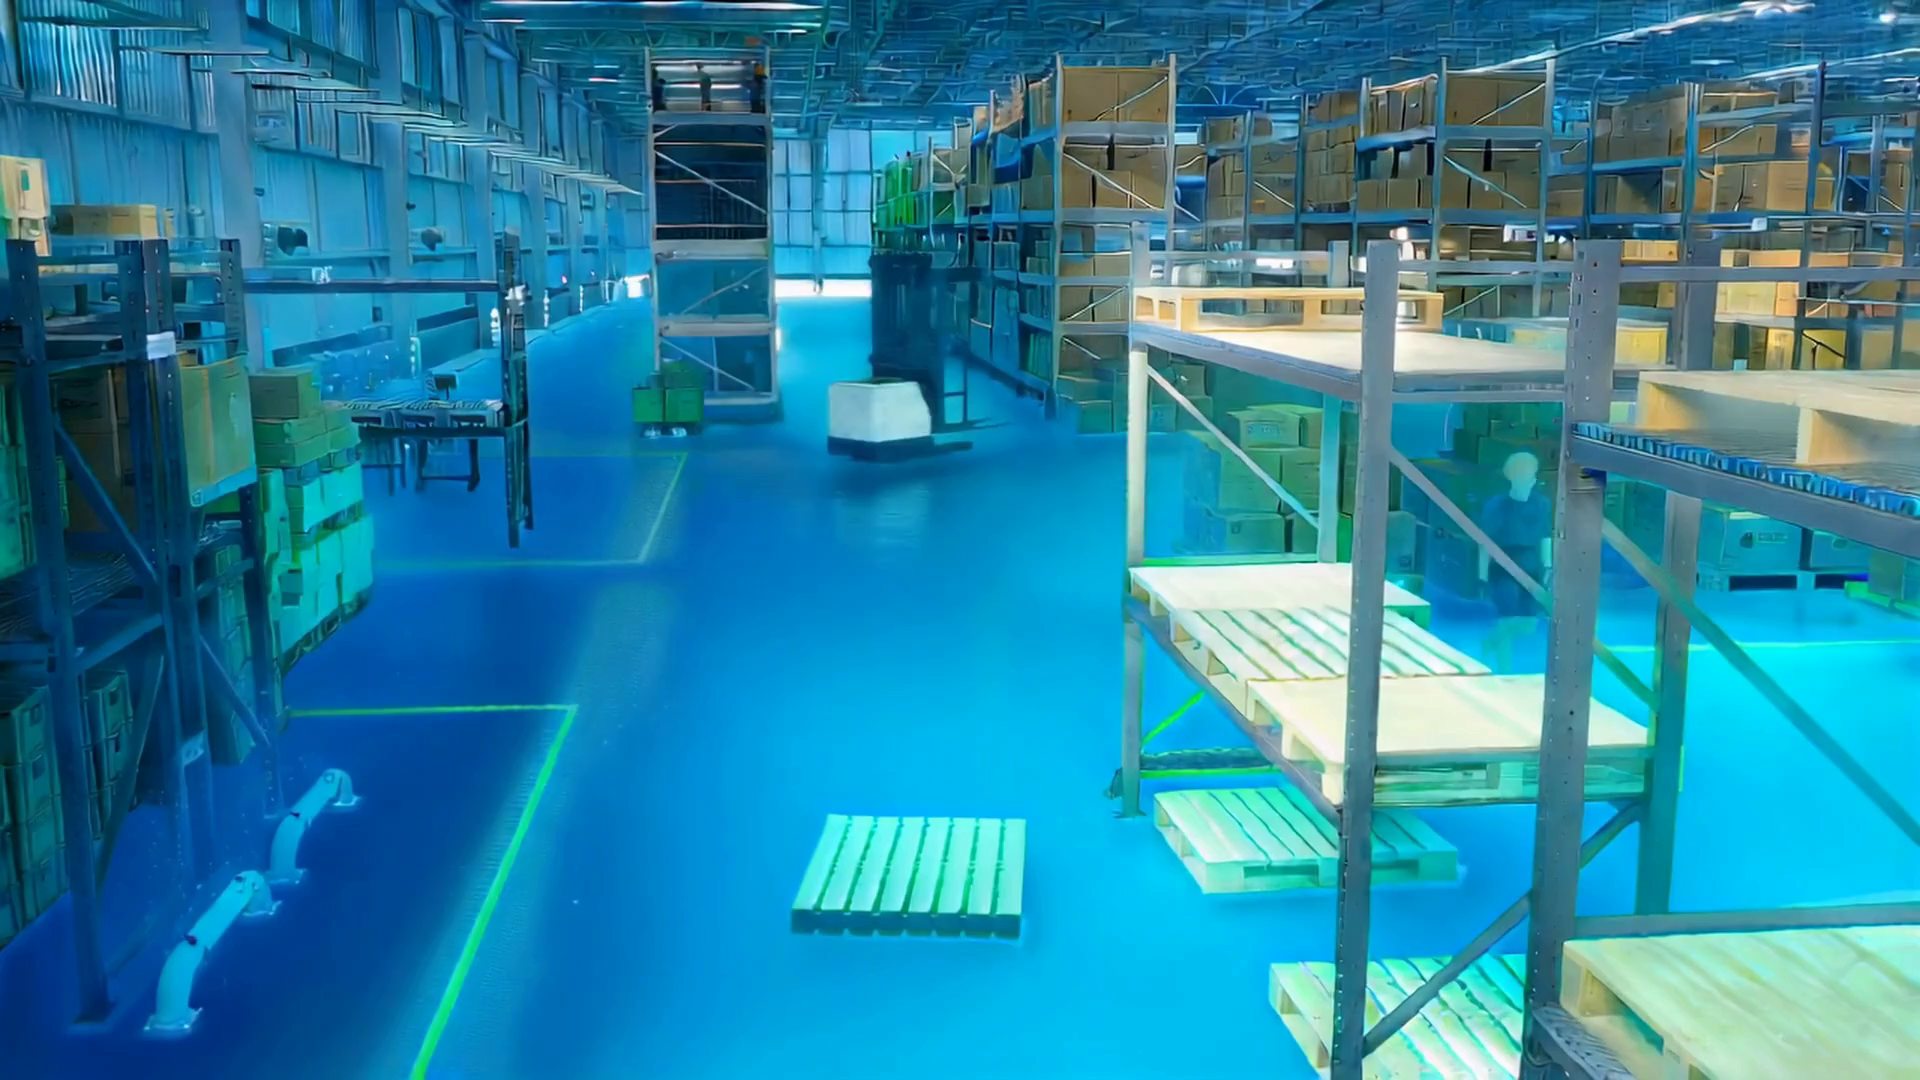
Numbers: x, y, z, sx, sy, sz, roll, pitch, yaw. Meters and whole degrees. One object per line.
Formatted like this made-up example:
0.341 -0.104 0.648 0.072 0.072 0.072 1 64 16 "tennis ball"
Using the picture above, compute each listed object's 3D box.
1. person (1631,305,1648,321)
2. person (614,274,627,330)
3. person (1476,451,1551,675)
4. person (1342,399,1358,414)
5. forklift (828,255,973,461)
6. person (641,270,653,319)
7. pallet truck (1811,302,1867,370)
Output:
12.530 -3.425 30.832 0.428 1.837 0.627 -1 10 -6 "person"
-11.456 -8.021 56.090 0.399 1.905 0.642 1 10 5 "person"
3.619 0.223 11.021 0.535 1.676 0.552 -4 11 -22 "person"
3.954 -0.932 16.857 0.993 1.883 0.569 -5 11 -24 "person"
-0.858 -2.591 23.289 1.129 2.768 1.873 10 14 43 "forklift"
-12.085 -9.524 64.447 0.402 1.896 0.652 8 13 37 "person"
15.846 -3.142 28.793 1.885 1.965 0.823 2 10 12 "pallet truck"
